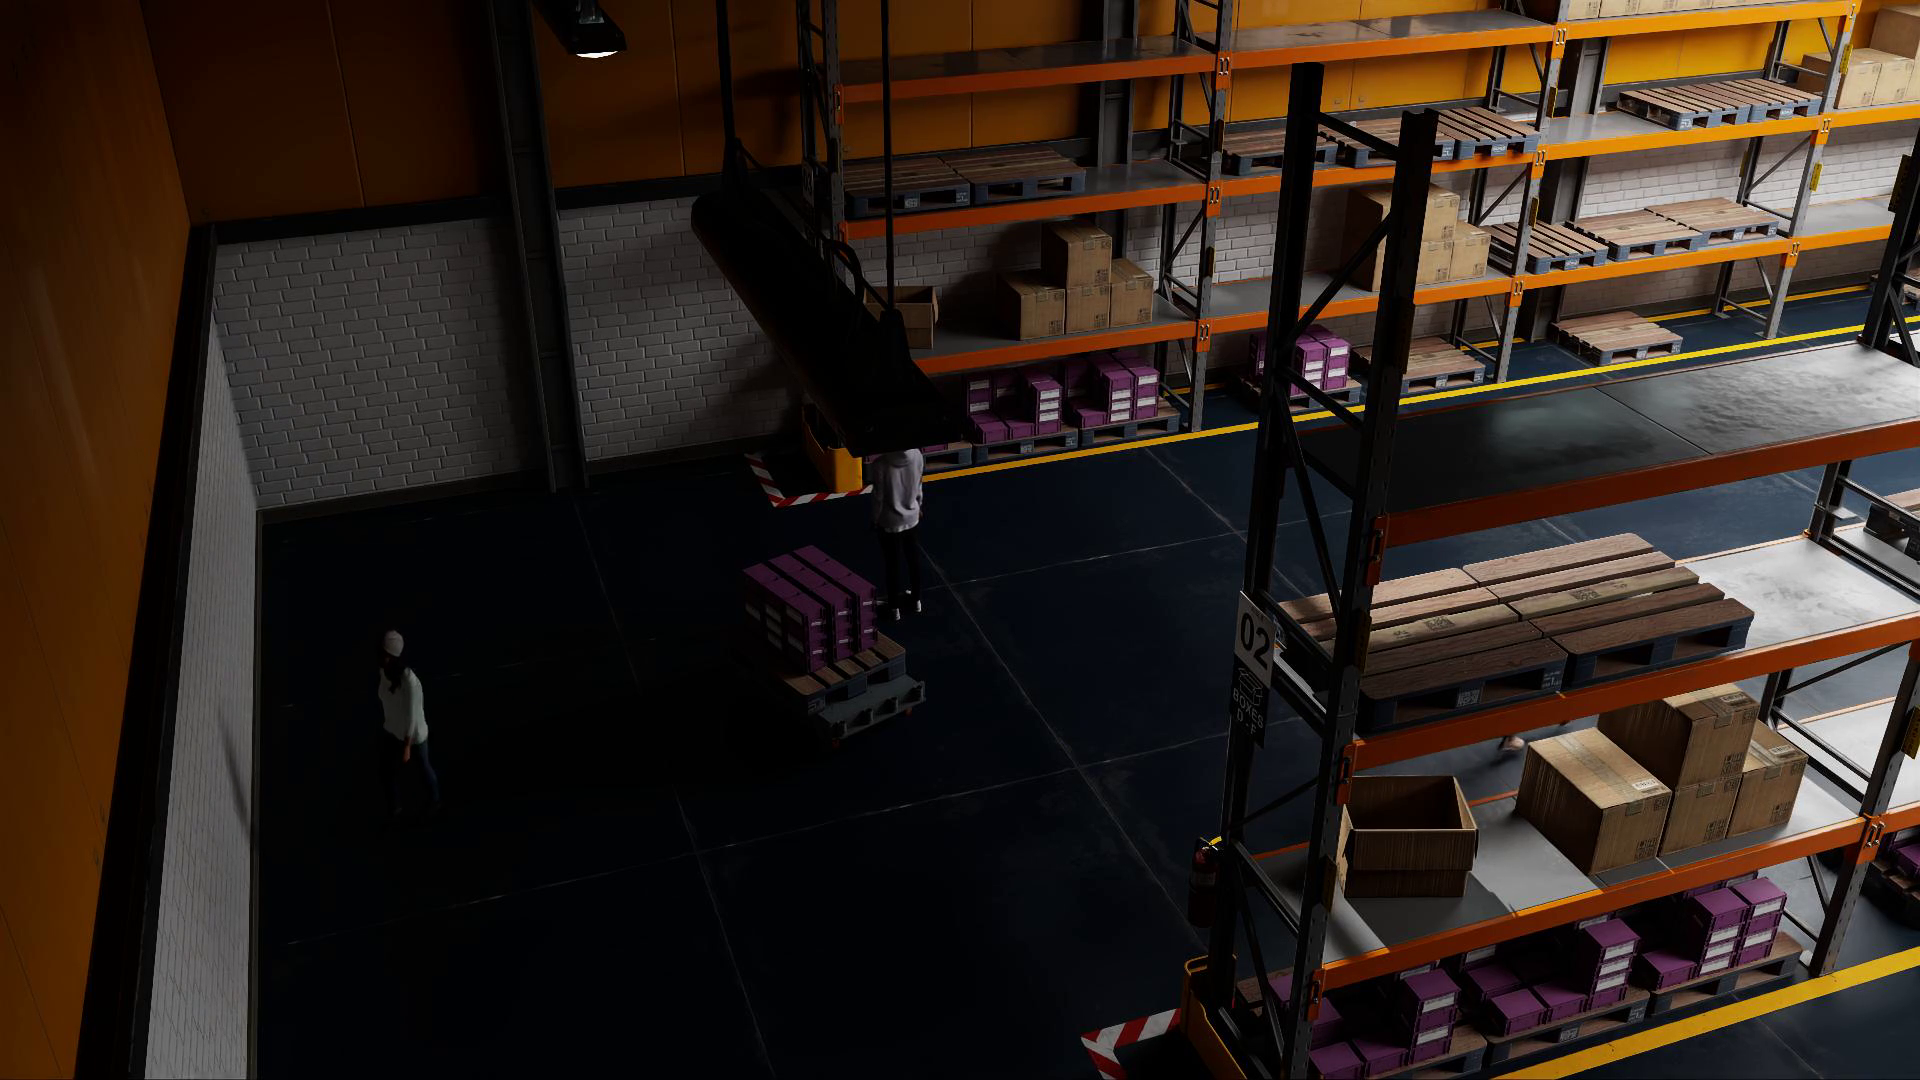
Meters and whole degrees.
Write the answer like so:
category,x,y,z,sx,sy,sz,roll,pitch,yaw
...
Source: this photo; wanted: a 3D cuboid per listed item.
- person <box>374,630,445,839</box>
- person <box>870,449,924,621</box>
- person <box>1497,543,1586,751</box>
category,x,y,z,sx,sy,sz,roll,pitch,yaw
person,-3.924,1.346,11.974,0.813,1.631,0.899,17,33,28
person,-0.531,-0.210,14.516,0.633,1.930,0.806,-19,34,-30
person,4.516,0.868,12.735,1.261,1.742,0.812,-17,33,-29
